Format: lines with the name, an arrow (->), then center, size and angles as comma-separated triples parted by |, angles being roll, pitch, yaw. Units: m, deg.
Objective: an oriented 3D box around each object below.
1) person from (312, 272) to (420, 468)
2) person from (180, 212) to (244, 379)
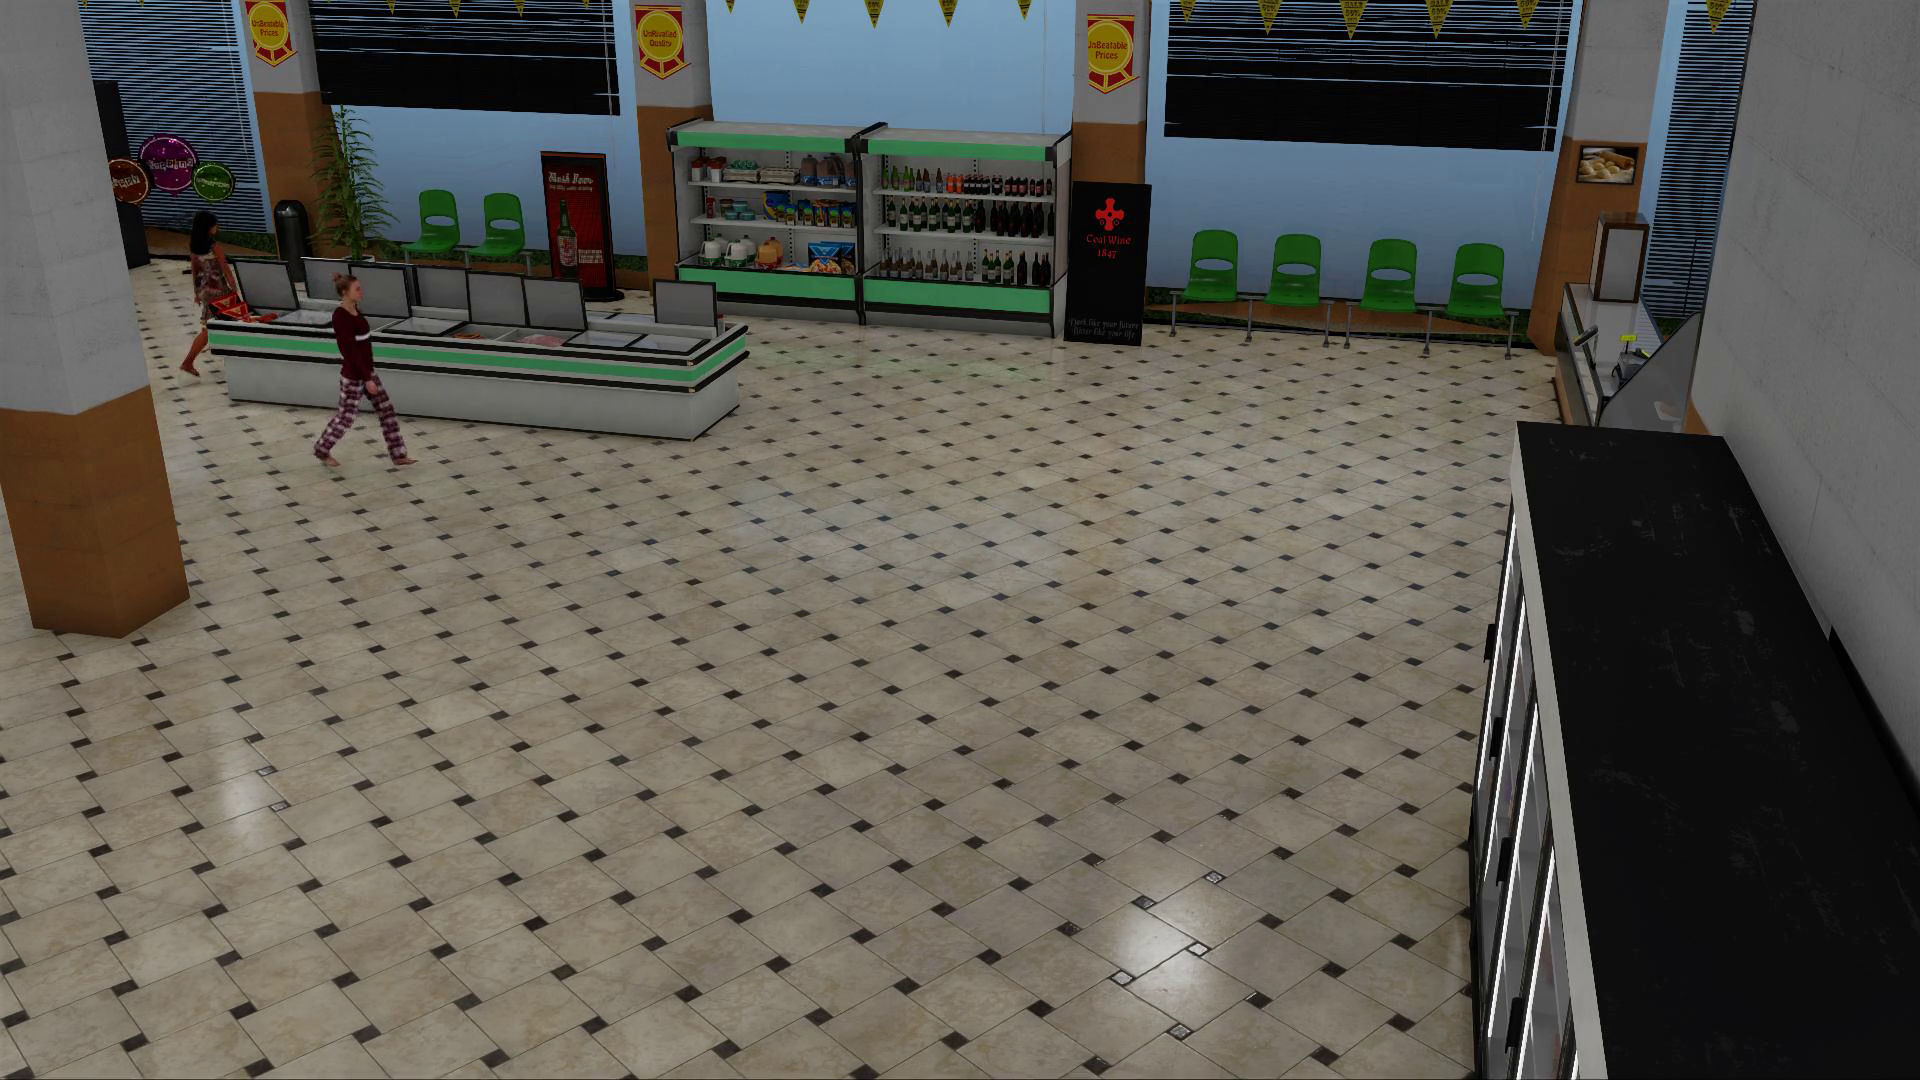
person -> -5.089, -1.359, 13.819 | 1.148, 1.658, 0.770 | 1, 22, 2
person -> -7.461, -2.392, 16.467 | 1.173, 1.600, 0.883 | 12, 25, 28
